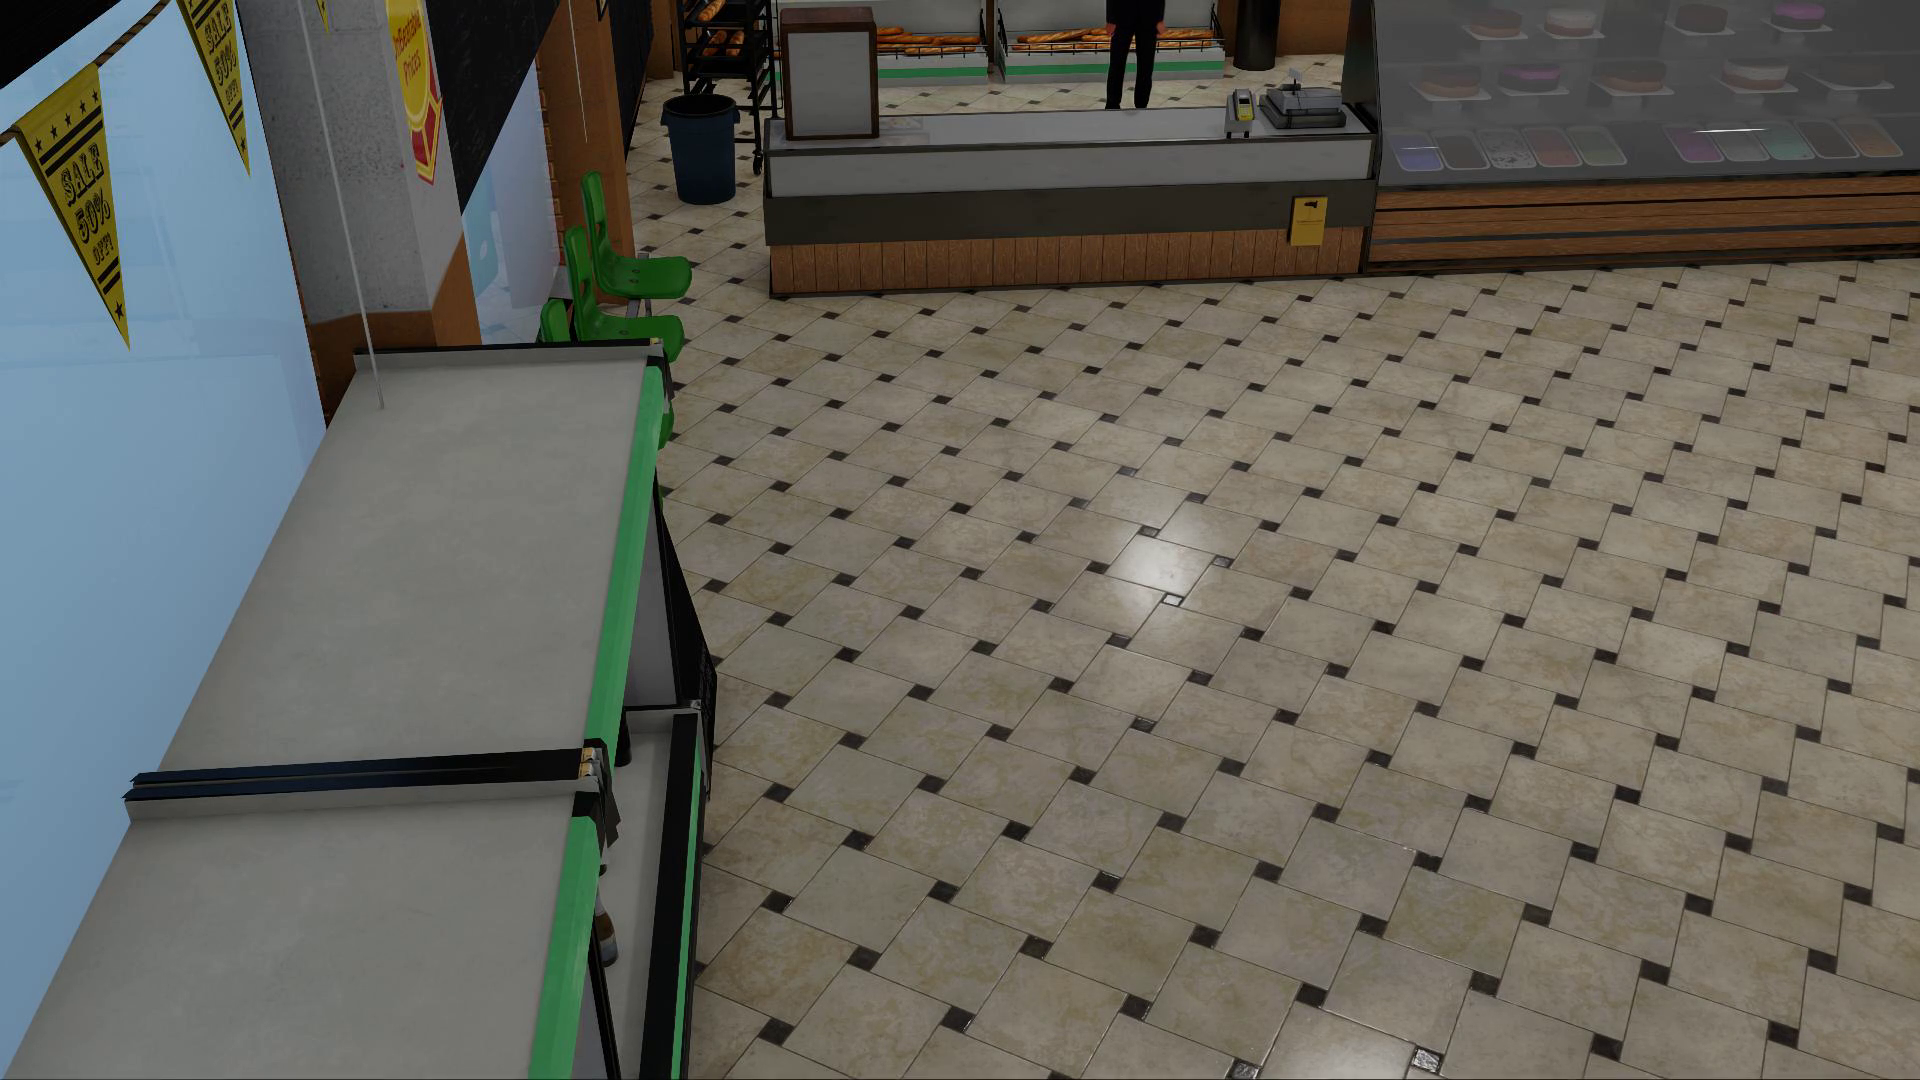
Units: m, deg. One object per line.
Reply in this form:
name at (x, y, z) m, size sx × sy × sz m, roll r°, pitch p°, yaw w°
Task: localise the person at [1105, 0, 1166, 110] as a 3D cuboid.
person at (1.429, -4.236, 13.463) m, size 0.630 × 1.866 × 0.550 m, roll -3°, pitch 32°, yaw -4°
